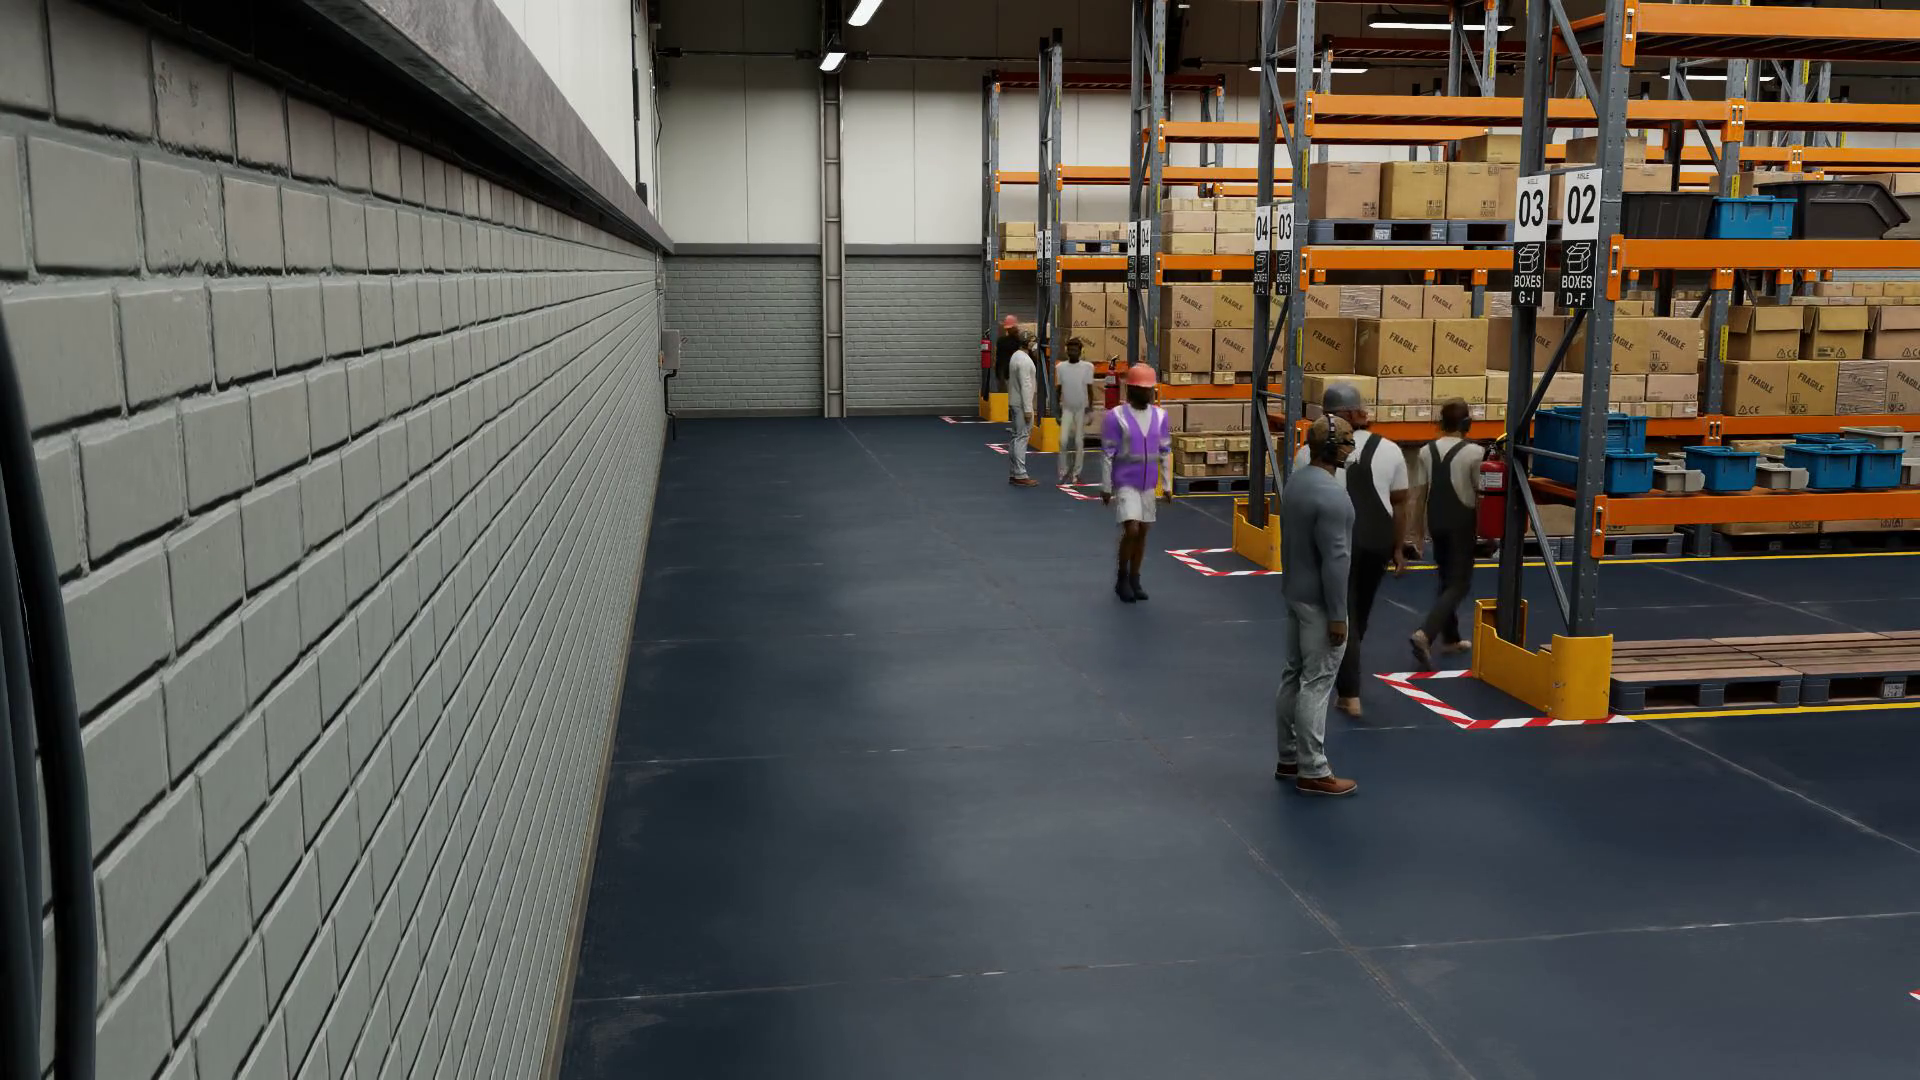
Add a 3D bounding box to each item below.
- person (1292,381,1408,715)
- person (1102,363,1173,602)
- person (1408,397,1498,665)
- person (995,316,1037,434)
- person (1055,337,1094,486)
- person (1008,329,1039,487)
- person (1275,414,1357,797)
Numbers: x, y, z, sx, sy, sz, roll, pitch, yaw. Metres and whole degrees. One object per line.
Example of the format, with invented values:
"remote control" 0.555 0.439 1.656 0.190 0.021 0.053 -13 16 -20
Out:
"person" 2.339 -0.009 10.205 0.691 2.000 1.029 -1 9 -7
"person" 1.430 -0.450 13.281 0.547 1.922 0.545 -4 10 -23
"person" 3.283 -0.055 11.201 0.813 1.822 0.520 -7 12 -38
"person" 0.901 -2.639 26.761 0.659 1.929 1.054 3 10 18
"person" 1.391 -1.564 20.440 0.492 1.838 0.703 2 9 13
"person" 0.776 -1.630 20.512 0.352 1.937 0.635 -1 9 -9
"person" 1.816 0.324 8.463 0.352 1.937 0.635 -1 9 -9
